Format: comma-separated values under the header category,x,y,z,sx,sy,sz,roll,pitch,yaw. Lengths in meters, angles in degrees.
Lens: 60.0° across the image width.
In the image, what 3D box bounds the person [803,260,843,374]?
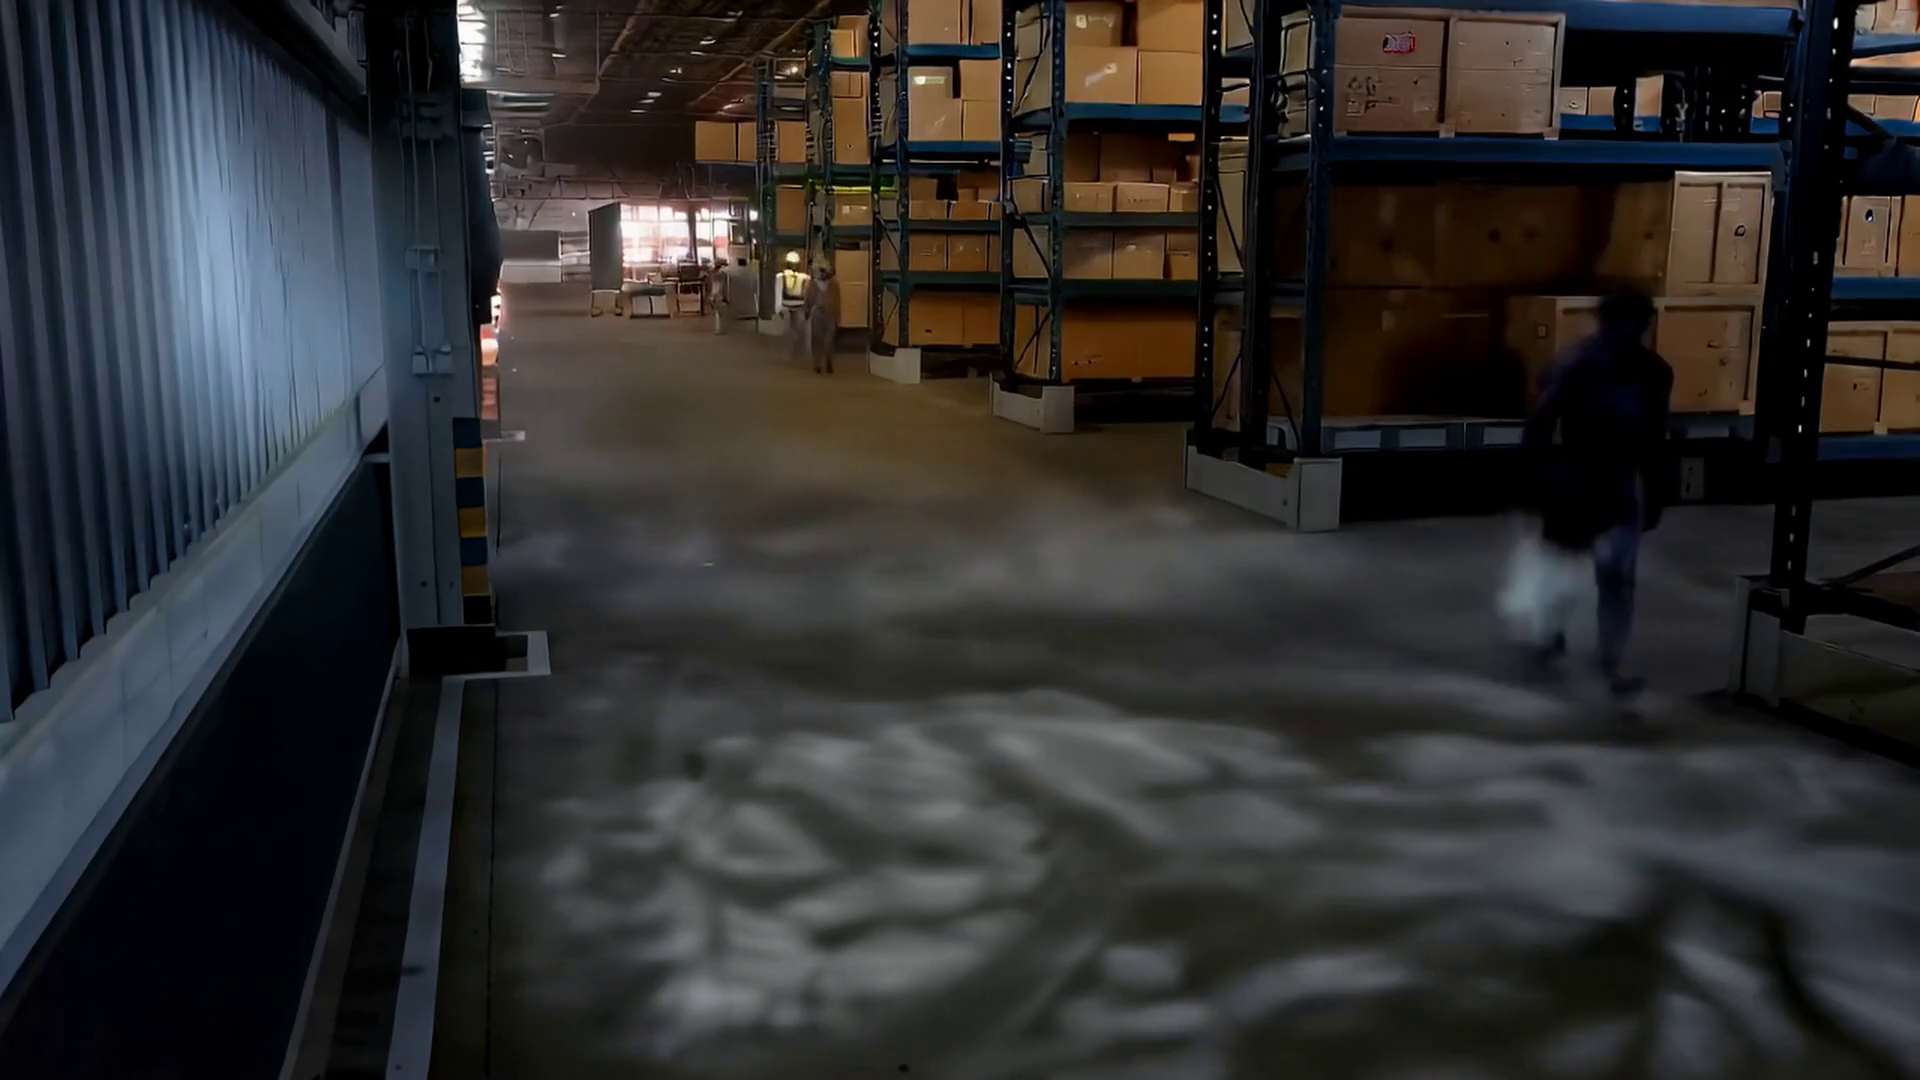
category,x,y,z,sx,sy,sz,roll,pitch,yaw
person,-2.175,-3.514,26.314,0.630,1.799,0.504,0,10,-3

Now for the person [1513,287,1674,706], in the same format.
category,x,y,z,sx,sy,sz,roll,pitch,yaw
person,2.849,-0.208,7.487,0.681,1.829,1.048,2,10,9

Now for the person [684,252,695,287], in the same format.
category,x,y,z,sx,sy,sz,roll,pitch,yaw
person,-9.069,-8.705,55.657,0.404,1.824,0.591,3,11,18

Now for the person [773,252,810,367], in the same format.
category,x,y,z,sx,sy,sz,roll,pitch,yaw
person,-2.775,-3.848,27.837,0.644,1.928,0.538,-4,11,-20

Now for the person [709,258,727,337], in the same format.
category,x,y,z,sx,sy,sz,roll,pitch,yaw
person,-5.446,-5.416,37.229,0.327,1.752,0.563,4,11,24

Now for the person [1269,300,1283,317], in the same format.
category,x,y,z,sx,sy,sz,roll,pitch,yaw
person,3.018,-1.687,16.468,0.552,1.621,0.420,-3,10,-16
